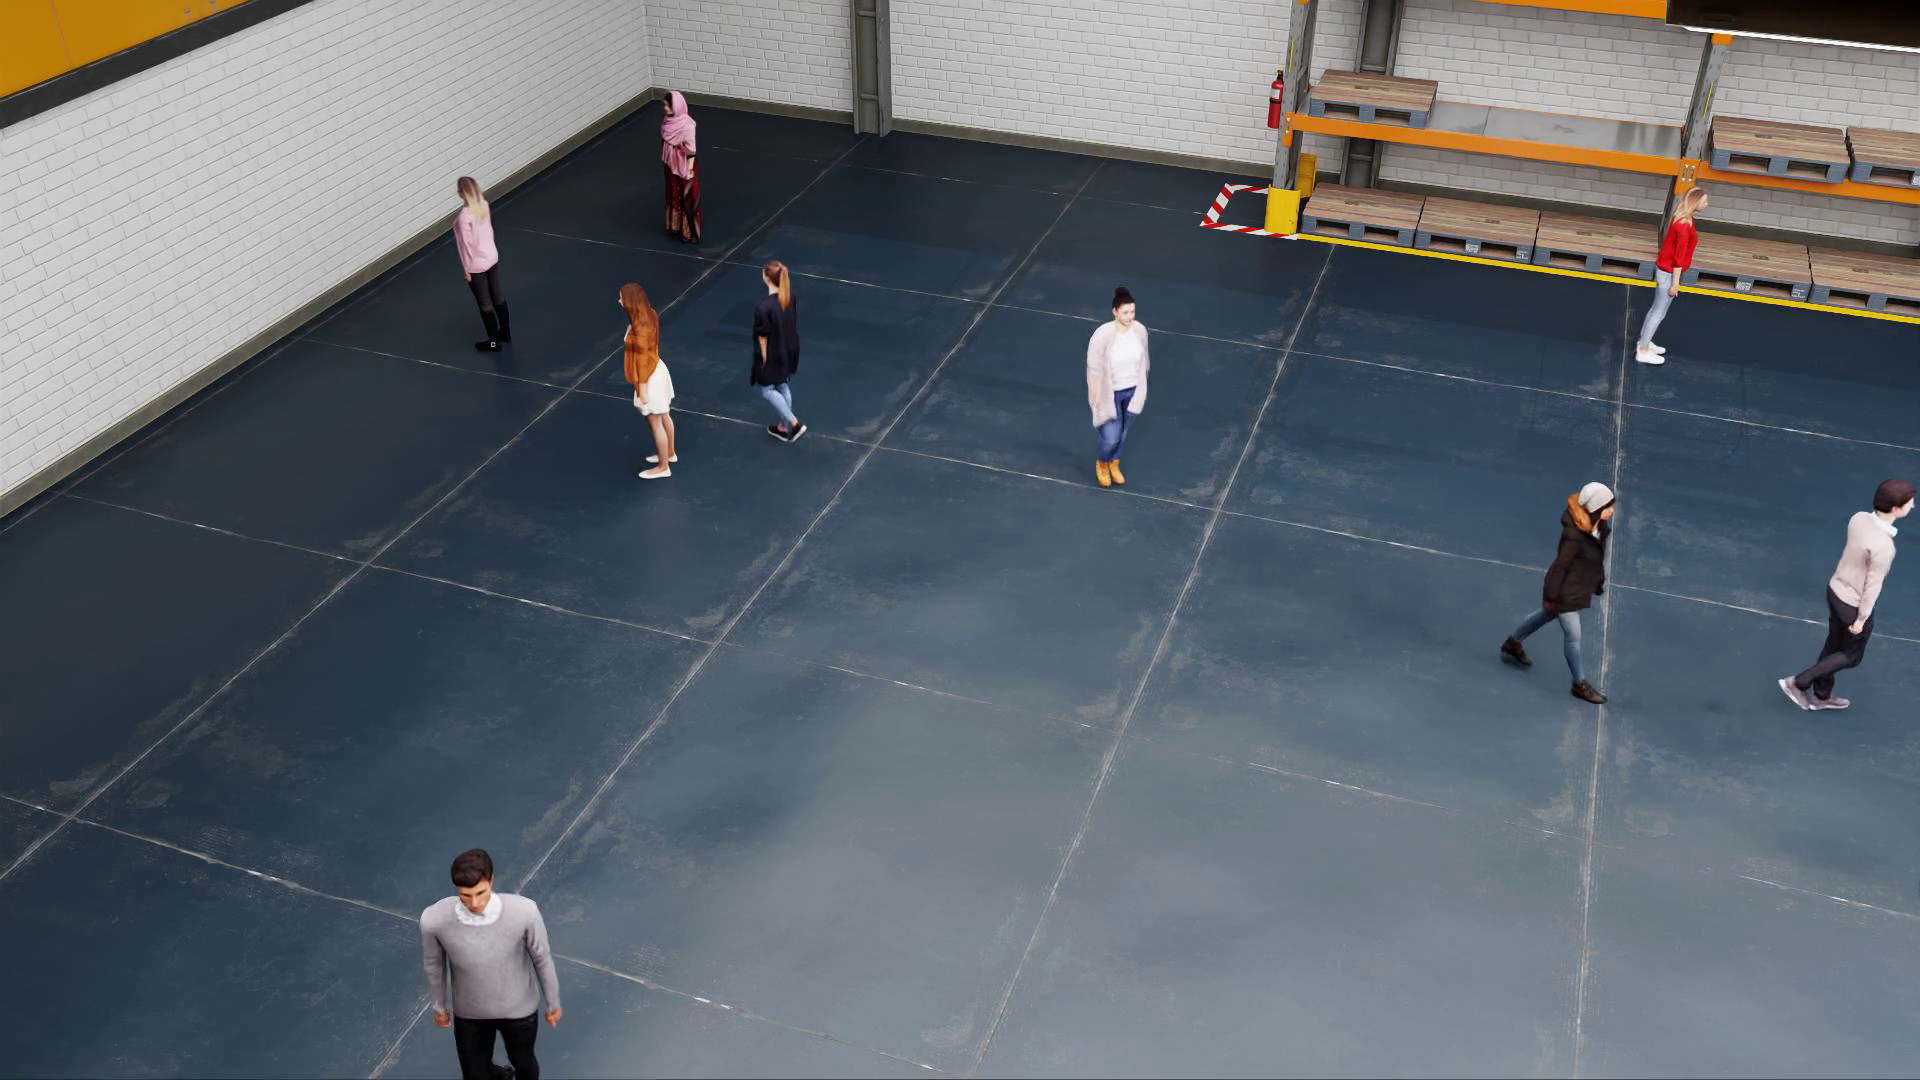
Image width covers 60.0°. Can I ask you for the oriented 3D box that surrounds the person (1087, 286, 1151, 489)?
[{"bbox_3d":[1.222,-1.258,13.408,0.851,1.738,0.907,-15,37,-22],"label":"person"}]

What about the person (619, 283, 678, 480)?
[{"bbox_3d":[-2.500,-1.310,13.506,0.671,1.717,0.676,0,34,0],"label":"person"}]

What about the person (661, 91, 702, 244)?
[{"bbox_3d":[-2.956,-3.962,17.574,0.680,1.630,0.810,28,42,35],"label":"person"}]

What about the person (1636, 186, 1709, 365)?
[{"bbox_3d":[6.489,-2.437,15.214,0.546,1.703,0.627,8,34,11],"label":"person"}]

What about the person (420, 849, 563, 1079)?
[{"bbox_3d":[-2.258,2.173,8.090,0.852,1.911,0.966,-5,34,-8],"label":"person"}]

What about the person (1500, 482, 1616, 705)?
[{"bbox_3d":[4.036,0.288,11.214,1.142,1.592,0.880,26,41,33],"label":"person"}]

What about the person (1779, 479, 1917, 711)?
[{"bbox_3d":[5.763,0.385,10.882,0.878,1.798,0.771,0,34,0],"label":"person"}]

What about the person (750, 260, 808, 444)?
[{"bbox_3d":[-1.459,-1.526,13.870,0.899,1.673,0.793,28,43,35],"label":"person"}]

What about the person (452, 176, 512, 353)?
[{"bbox_3d":[-4.435,-2.567,15.424,0.528,1.687,0.596,11,35,15],"label":"person"}]
